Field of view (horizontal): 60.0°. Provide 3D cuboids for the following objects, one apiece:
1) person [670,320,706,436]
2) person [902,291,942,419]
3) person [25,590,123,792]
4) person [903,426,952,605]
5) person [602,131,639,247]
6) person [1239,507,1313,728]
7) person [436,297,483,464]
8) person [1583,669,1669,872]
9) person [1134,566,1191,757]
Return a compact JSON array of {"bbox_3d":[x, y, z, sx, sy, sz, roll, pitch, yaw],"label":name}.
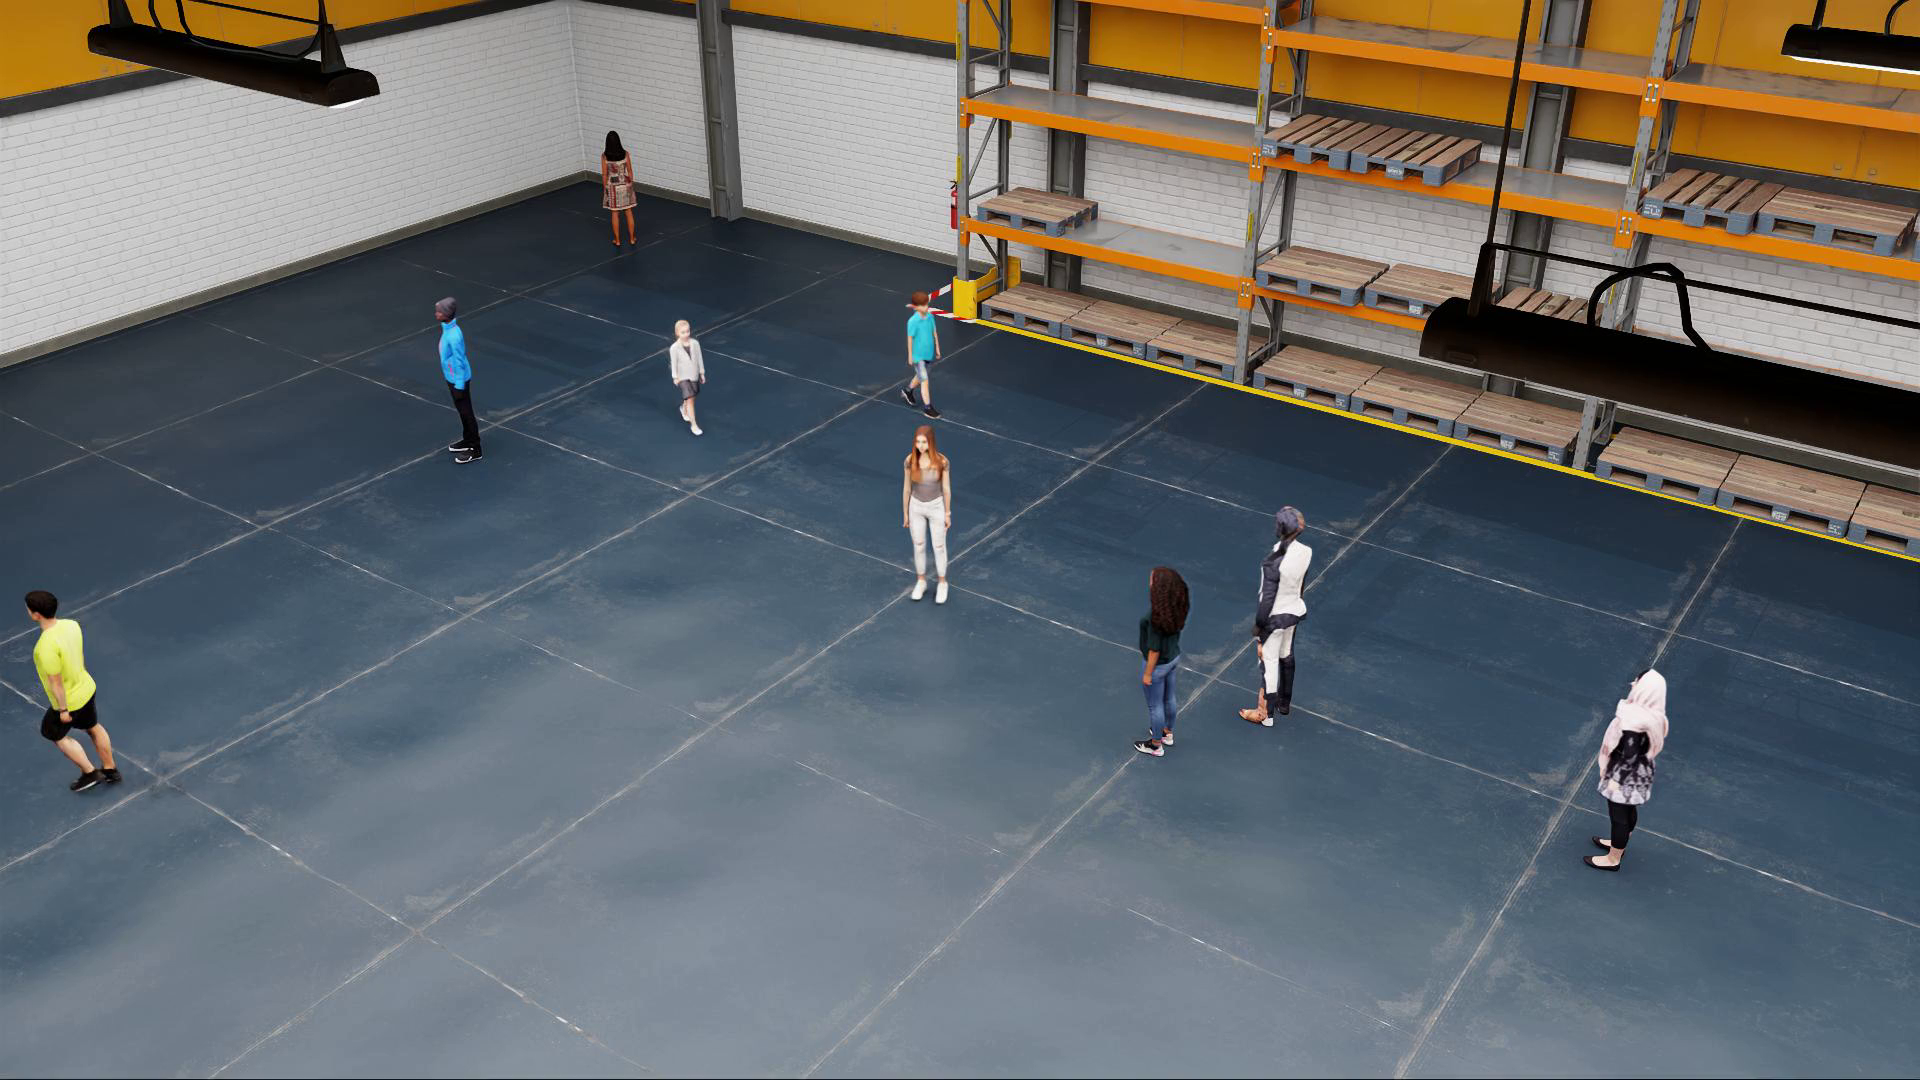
[{"bbox_3d":[-3.021,-1.835,18.343,0.707,1.259,0.932,-18,34,-30],"label":"person"},{"bbox_3d":[-0.467,-2.122,18.692,0.658,1.428,0.982,-25,38,-38],"label":"person"},{"bbox_3d":[-6.576,1.134,12.444,0.814,1.695,0.778,0,29,1],"label":"person"},{"bbox_3d":[-0.283,-0.254,14.965,0.589,1.718,0.717,4,29,8],"label":"person"},{"bbox_3d":[-4.895,-5.050,23.833,0.723,1.645,0.736,-10,30,-17],"label":"person"},{"bbox_3d":[2.539,0.604,13.210,0.729,1.893,0.665,-23,36,-36],"label":"person"},{"bbox_3d":[-5.283,-1.704,17.544,0.750,1.793,0.633,-14,32,-24],"label":"person"},{"bbox_3d":[4.693,1.600,11.649,0.597,1.638,0.613,18,33,30],"label":"person"},{"bbox_3d":[1.555,0.934,12.894,0.588,1.615,0.600,20,35,33],"label":"person"}]
